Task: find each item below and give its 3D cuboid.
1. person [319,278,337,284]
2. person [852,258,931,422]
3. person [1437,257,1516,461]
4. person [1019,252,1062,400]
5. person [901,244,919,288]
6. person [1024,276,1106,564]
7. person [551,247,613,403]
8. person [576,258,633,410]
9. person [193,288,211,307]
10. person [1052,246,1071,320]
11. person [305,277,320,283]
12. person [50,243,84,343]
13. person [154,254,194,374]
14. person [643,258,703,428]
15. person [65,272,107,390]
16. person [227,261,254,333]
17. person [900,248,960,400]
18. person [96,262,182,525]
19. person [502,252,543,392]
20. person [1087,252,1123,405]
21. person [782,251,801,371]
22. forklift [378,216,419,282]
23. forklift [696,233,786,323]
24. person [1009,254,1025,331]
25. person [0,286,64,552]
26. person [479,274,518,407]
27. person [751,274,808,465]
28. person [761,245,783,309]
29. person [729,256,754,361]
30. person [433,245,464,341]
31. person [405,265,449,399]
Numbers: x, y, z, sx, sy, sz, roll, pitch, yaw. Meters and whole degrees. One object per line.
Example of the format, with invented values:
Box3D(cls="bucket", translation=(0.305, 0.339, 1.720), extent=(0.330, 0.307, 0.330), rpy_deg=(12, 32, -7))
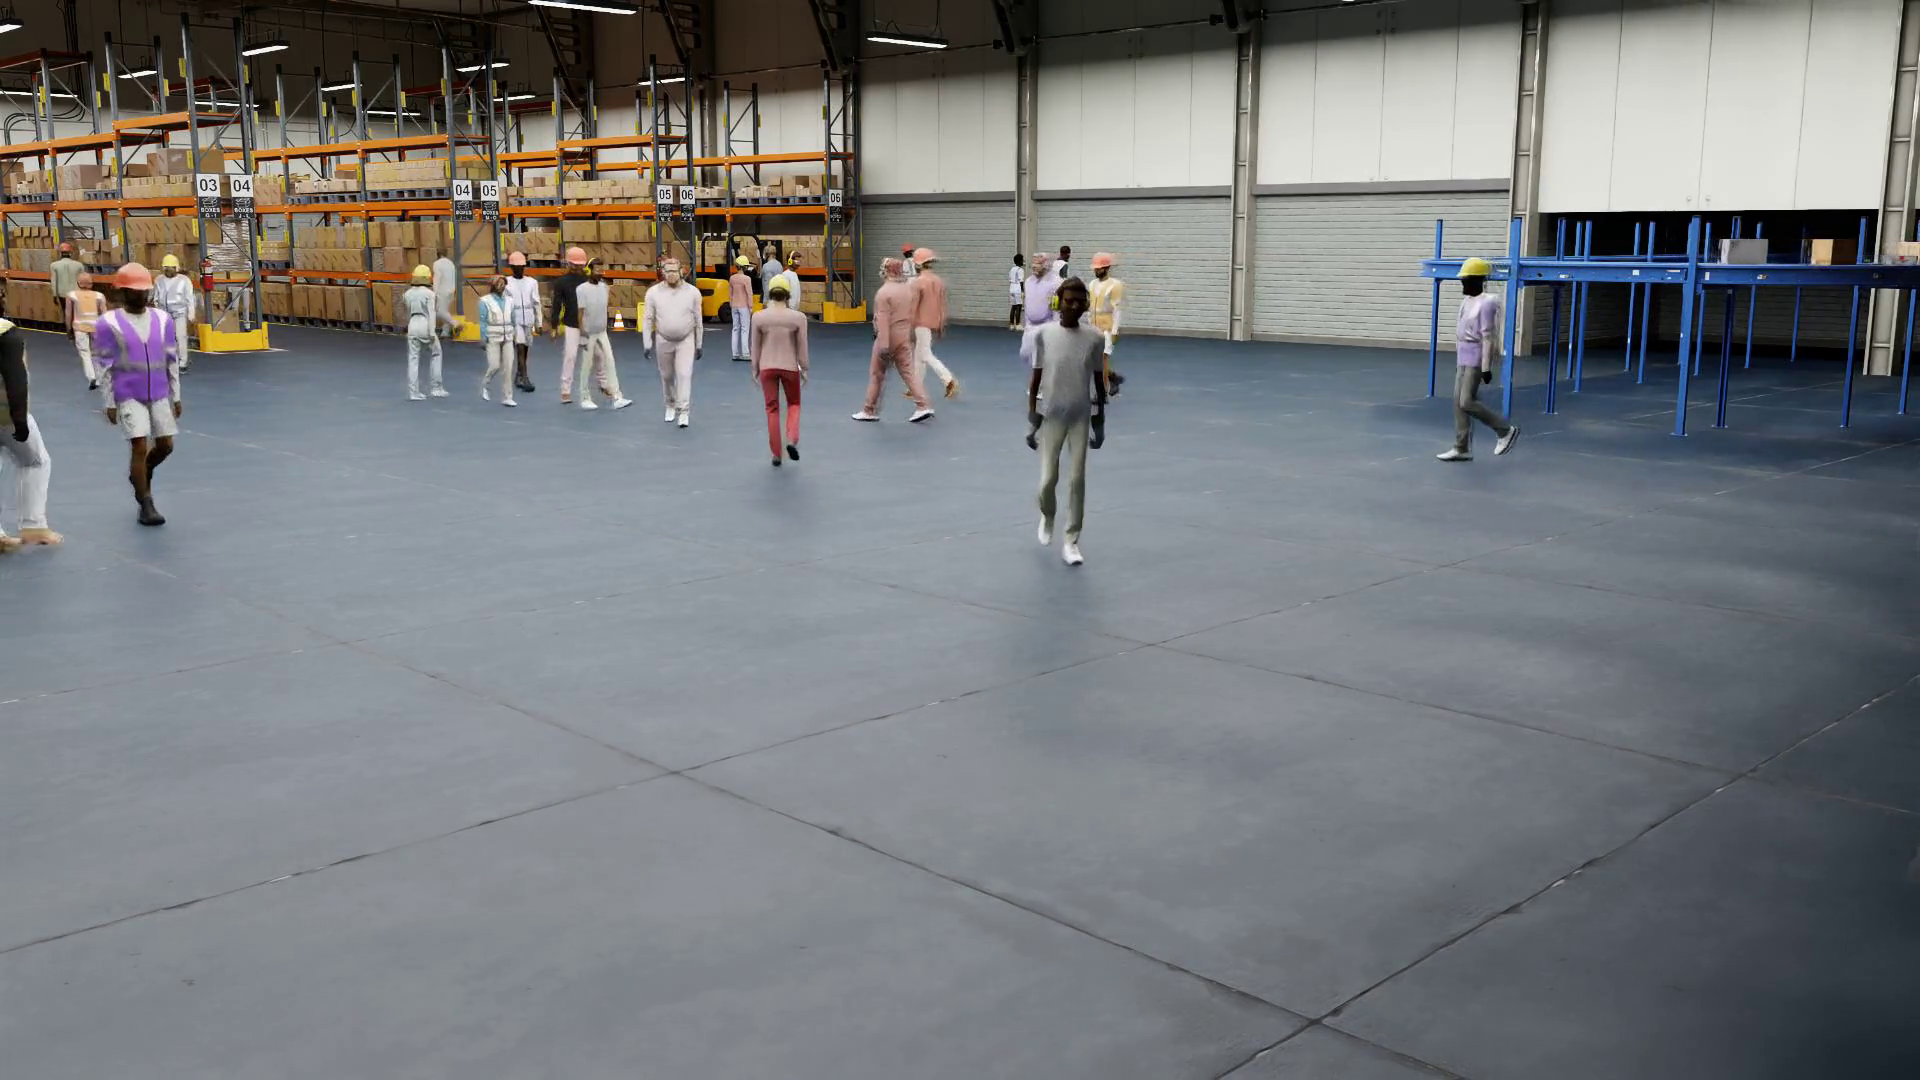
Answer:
Box3D(cls="person", translation=(-17.603, -7.263, 46.108), extent=(0.602, 1.870, 0.546), rpy_deg=(-5, 11, -24))
Box3D(cls="person", translation=(-0.751, -2.266, 18.905), extent=(1.009, 1.862, 0.655), rpy_deg=(7, 13, 34))
Box3D(cls="person", translation=(4.868, -1.690, 15.603), extent=(0.611, 1.910, 0.592), rpy_deg=(0, 10, -2))
Box3D(cls="person", translation=(1.046, -2.771, 21.552), extent=(0.658, 1.893, 0.413), rpy_deg=(9, 14, 40))
Box3D(cls="person", translation=(-1.154, -5.903, 38.569), extent=(0.553, 1.906, 0.575), rpy_deg=(8, 13, 36))
Box3D(cls="person", translation=(0.685, -0.791, 10.851), extent=(0.549, 1.853, 0.491), rpy_deg=(-1, 10, -4))
Box3D(cls="person", translation=(-4.833, -2.755, 21.320), extent=(0.835, 1.953, 0.585), rpy_deg=(-6, 12, -31))
Box3D(cls="person", translation=(-4.340, -2.474, 20.080), extent=(0.914, 1.826, 0.567), rpy_deg=(9, 14, 41))
Box3D(cls="person", translation=(-16.469, -5.357, 35.862), extent=(0.643, 1.819, 0.704), rpy_deg=(-10, 14, -43))
Box3D(cls="person", translation=(2.056, -5.097, 34.214), extent=(0.446, 1.896, 0.616), rpy_deg=(-3, 11, -16))
Box3D(cls="person", translation=(-17.148, -6.730, 43.933), extent=(0.801, 1.594, 0.521), rpy_deg=(6, 12, 30))
Box3D(cls="person", translation=(-17.512, -4.859, 32.721), extent=(0.633, 1.968, 0.892), rpy_deg=(-5, 12, -26))
Box3D(cls="person", translation=(-12.017, -3.449, 25.435), extent=(0.613, 1.816, 0.419), rpy_deg=(0, 10, 2))
Box3D(cls="person", translation=(-3.226, -2.236, 18.729), extent=(0.658, 1.863, 0.996), rpy_deg=(-1, 10, -6))
Box3D(cls="person", translation=(-12.087, -2.907, 23.063), extent=(0.513, 1.608, 0.786), rpy_deg=(-8, 13, -38))
Box3D(cls="person", translation=(-15.459, -5.369, 35.735), extent=(0.573, 1.883, 0.359), rpy_deg=(-10, 14, -44))
Box3D(cls="person", translation=(-0.383, -2.773, 21.389), extent=(0.936, 1.959, 0.622), rpy_deg=(7, 12, 33))
Box3D(cls="person", translation=(-6.080, -1.087, 12.301), extent=(0.612, 1.918, 0.557), rpy_deg=(9, 14, 41))
Box3D(cls="person", translation=(-6.045, -3.012, 22.868), extent=(0.556, 1.895, 0.972), rpy_deg=(-6, 12, -31))
Box3D(cls="person", translation=(1.854, -2.681, 21.030), extent=(0.608, 1.910, 0.546), rpy_deg=(-9, 13, -39))
Box3D(cls="person", translation=(-2.609, -3.574, 26.005), extent=(0.328, 1.865, 0.508), rpy_deg=(2, 11, 11))
Box3D(cls="forklift", translation=(-17.868, -9.201, 54.028), extent=(1.873, 2.768, 1.129), rpy_deg=(-10, 14, -44))
Box3D(cls="forklift", translation=(-5.496, -6.489, 41.108), extent=(2.313, 2.155, 1.214), rpy_deg=(-10, 14, -44))
Box3D(cls="person", translation=(1.283, -5.495, 36.929), extent=(0.317, 1.695, 0.540), rpy_deg=(-5, 12, -25))
Box3D(cls="person", translation=(-6.408, -0.832, 11.161), extent=(0.650, 1.819, 0.626), rpy_deg=(4, 11, 19))
Box3D(cls="person", translation=(-5.733, -2.480, 20.657), extent=(0.436, 1.626, 0.530), rpy_deg=(10, 14, 42))
Box3D(cls="person", translation=(-1.670, -1.574, 15.417), extent=(0.526, 1.754, 0.374), rpy_deg=(-1, 10, -4))
Box3D(cls="person", translation=(-3.377, -4.317, 29.845), extent=(0.355, 1.938, 0.636), rpy_deg=(3, 11, 17))
Box3D(cls="person", translation=(-3.667, -3.903, 28.063), extent=(0.533, 1.767, 0.326), rpy_deg=(9, 13, 39))
Box3D(cls="person", translation=(-10.273, -4.934, 33.263), extent=(0.631, 1.919, 0.637), rpy_deg=(3, 11, 14))
Box3D(cls="person", translation=(-6.952, -2.699, 21.604), extent=(0.500, 1.716, 0.687), rpy_deg=(3, 11, 17))
